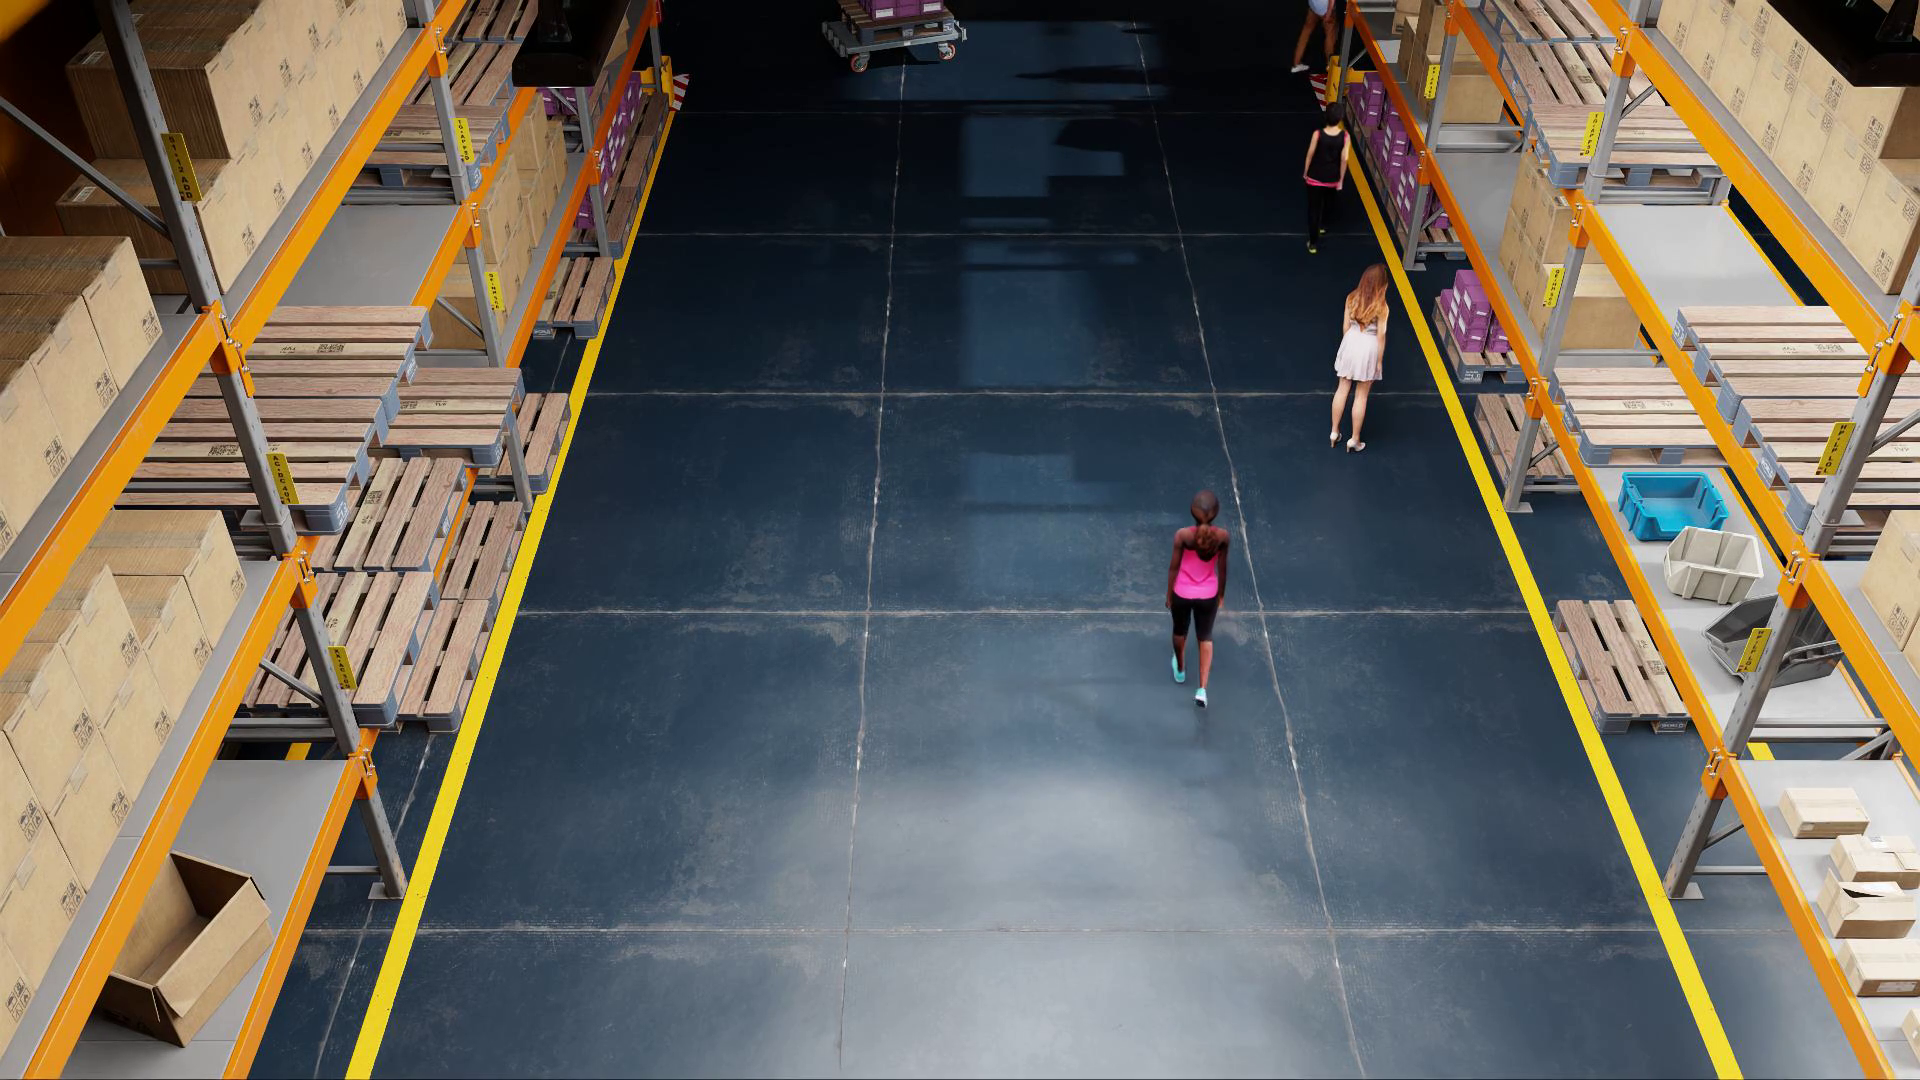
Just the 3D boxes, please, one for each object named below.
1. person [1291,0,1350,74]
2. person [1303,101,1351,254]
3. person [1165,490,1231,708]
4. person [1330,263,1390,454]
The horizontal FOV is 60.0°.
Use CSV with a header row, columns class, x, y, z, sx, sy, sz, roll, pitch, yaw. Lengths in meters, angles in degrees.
class,x,y,z,sx,sy,sz,roll,pitch,yaw
person,4.305,-6.439,19.988,1.057,1.784,1.046,-14,41,-17
person,3.648,-3.605,16.645,0.554,1.529,0.878,1,39,1
person,1.619,0.440,11.439,0.557,1.705,0.932,1,39,1
person,3.322,-1.508,13.826,0.681,1.770,0.735,28,46,30
